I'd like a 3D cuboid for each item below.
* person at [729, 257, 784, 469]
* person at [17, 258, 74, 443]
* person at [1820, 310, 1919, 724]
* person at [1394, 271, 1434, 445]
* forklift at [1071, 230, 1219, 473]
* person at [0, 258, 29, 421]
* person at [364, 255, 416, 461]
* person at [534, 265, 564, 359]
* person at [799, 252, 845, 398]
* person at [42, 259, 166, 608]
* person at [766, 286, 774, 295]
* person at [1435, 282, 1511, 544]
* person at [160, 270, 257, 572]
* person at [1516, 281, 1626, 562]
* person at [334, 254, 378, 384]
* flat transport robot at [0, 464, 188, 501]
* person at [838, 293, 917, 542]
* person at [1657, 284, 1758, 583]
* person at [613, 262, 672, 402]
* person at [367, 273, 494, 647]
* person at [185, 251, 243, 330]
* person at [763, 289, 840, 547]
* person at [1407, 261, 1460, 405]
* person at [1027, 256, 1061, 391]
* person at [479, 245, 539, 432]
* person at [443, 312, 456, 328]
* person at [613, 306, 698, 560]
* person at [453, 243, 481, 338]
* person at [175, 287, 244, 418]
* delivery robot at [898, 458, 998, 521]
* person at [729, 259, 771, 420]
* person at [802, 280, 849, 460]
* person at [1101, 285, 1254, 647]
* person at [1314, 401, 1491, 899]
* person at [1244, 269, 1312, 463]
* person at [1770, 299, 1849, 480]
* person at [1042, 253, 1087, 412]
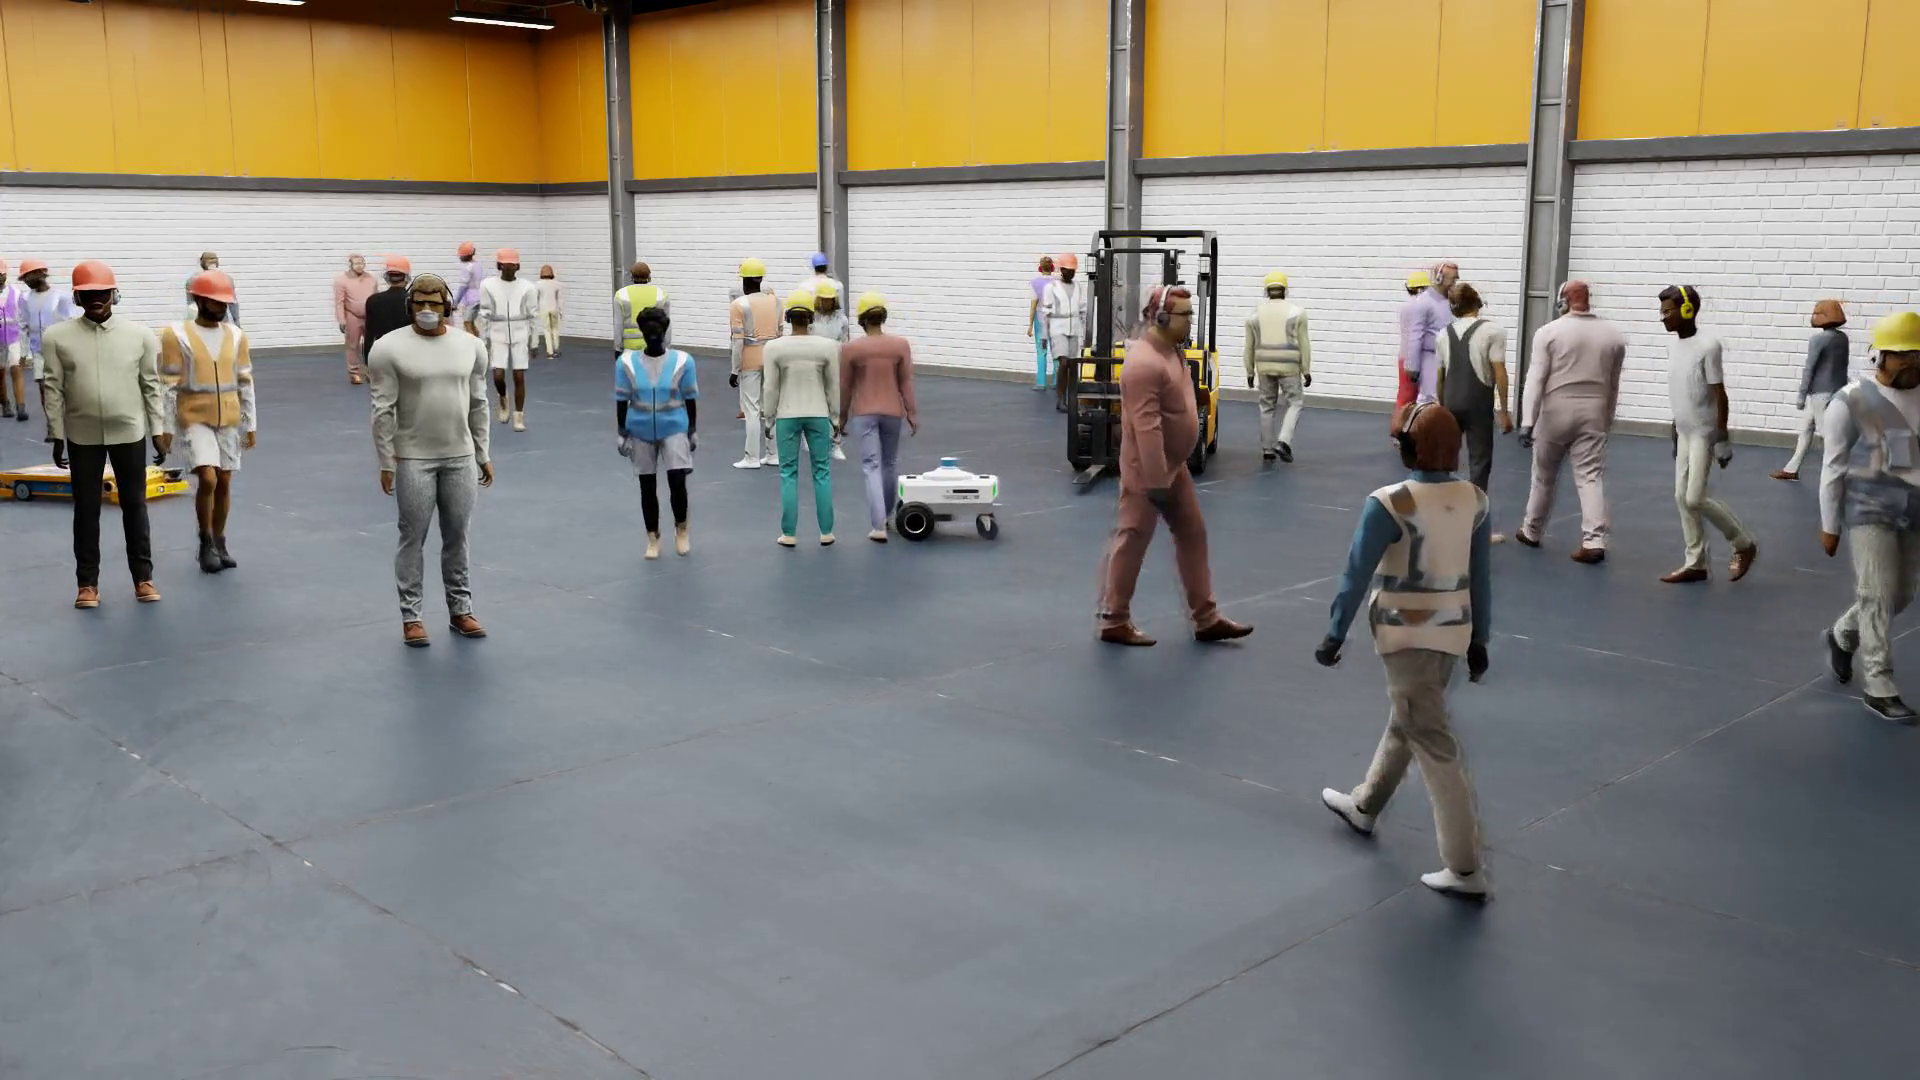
[{"bbox_3d":[-1.869,-1.609,15.224,0.361,1.929,0.587,9,14,42],"label":"person"},{"bbox_3d":[-9.448,-1.955,17.208,0.573,1.891,0.424,0,10,2],"label":"person"},{"bbox_3d":[4.168,-0.137,7.529,0.588,1.809,0.815,-1,10,-8],"label":"person"},{"bbox_3d":[4.615,-1.833,16.883,0.308,1.772,0.525,7,13,35],"label":"person"},{"bbox_3d":[1.804,-1.825,15.677,1.214,2.155,2.313,2,11,13],"label":"forklift"},{"bbox_3d":[-11.077,-2.323,19.261,0.559,1.886,1.017,-7,13,-35],"label":"person"},{"bbox_3d":[-5.214,-1.692,15.627,0.649,1.936,1.046,1,10,4],"label":"person"},{"bbox_3d":[-7.184,-3.968,28.947,0.503,1.613,0.577,-6,12,-31],"label":"person"},{"bbox_3d":[-1.787,-2.742,21.441,0.616,1.921,0.839,-1,10,-7],"label":"person"},{"bbox_3d":[-4.923,-0.611,9.599,0.610,1.996,0.384,-6,12,-28],"label":"person"},{"bbox_3d":[-2.919,-3.098,23.970,0.534,1.700,0.318,-3,11,-15],"label":"person"},{"bbox_3d":[3.485,-0.863,11.513,0.390,1.809,0.631,-9,14,-40],"label":"person"},{"bbox_3d":[-4.722,-0.742,10.545,0.573,1.911,0.579,9,14,41],"label":"person"},{"bbox_3d":[4.035,-0.790,11.039,0.712,1.849,1.005,0,10,-3],"label":"person"},{"bbox_3d":[-8.498,-3.115,23.614,0.676,1.852,0.985,-8,13,-39],"label":"person"},{"bbox_3d":[-7.155,-0.480,13.591,1.431,0.197,0.652,2,11,12],"label":"flat transport robot"},{"bbox_3d":[-0.617,-0.882,11.820,0.542,1.716,0.878,-3,11,-17],"label":"person"},{"bbox_3d":[4.521,-0.628,10.129,0.608,1.838,0.540,-1,10,-4],"label":"person"},{"bbox_3d":[-3.473,-2.114,18.213,0.637,1.842,0.429,-3,11,-18],"label":"person"},{"bbox_3d":[-2.752,-0.422,8.732,0.630,1.936,0.369,-8,13,-37],"label":"person"},{"bbox_3d":[-9.893,-2.875,22.183,0.743,1.916,0.632,8,13,37],"label":"person"},{"bbox_3d":[-1.088,-0.832,11.431,0.533,1.767,0.326,-2,11,-13],"label":"person"},{"bbox_3d":[4.458,-1.640,15.504,0.636,1.890,0.434,-9,14,-40],"label":"person"},{"bbox_3d":[1.202,-2.956,22.802,0.571,1.840,0.373,-5,11,-25],"label":"person"},{"bbox_3d":[-4.901,-2.185,18.084,0.651,2.025,0.533,-3,11,-16],"label":"person"},{"bbox_3d":[-5.822,-2.045,18.432,0.517,1.622,0.370,0,10,-2],"label":"person"},{"bbox_3d":[-1.984,-0.688,10.890,0.542,1.682,0.403,-1,10,-3],"label":"person"},{"bbox_3d":[-8.491,-4.133,28.847,0.440,1.993,0.743,1,10,7],"label":"person"},{"bbox_3d":[-8.851,-2.204,19.352,0.810,1.605,0.527,1,10,5],"label":"person"},{"bbox_3d":[-0.084,-0.341,11.803,0.707,0.478,0.477,0,10,-1],"label":"delivery robot"},{"bbox_3d":[-2.424,-2.326,19.297,0.508,1.872,0.328,-3,11,-17],"label":"person"},{"bbox_3d":[-1.329,-1.657,16.107,0.492,1.714,0.798,-4,11,-21],"label":"person"},{"bbox_3d":[1.130,-0.356,8.539,0.873,1.870,0.685,4,11,22],"label":"person"},{"bbox_3d":[1.499,0.335,5.548,0.525,1.586,0.884,-6,12,-31],"label":"person"},{"bbox_3d":[2.952,-1.597,15.446,0.646,1.818,0.484,5,12,27],"label":"person"},{"bbox_3d":[7.384,-1.253,14.199,0.510,1.593,0.833,-7,13,-34],"label":"person"},{"bbox_3d":[1.312,-2.477,19.978,0.576,1.917,0.609,-5,11,-24],"label":"person"}]
